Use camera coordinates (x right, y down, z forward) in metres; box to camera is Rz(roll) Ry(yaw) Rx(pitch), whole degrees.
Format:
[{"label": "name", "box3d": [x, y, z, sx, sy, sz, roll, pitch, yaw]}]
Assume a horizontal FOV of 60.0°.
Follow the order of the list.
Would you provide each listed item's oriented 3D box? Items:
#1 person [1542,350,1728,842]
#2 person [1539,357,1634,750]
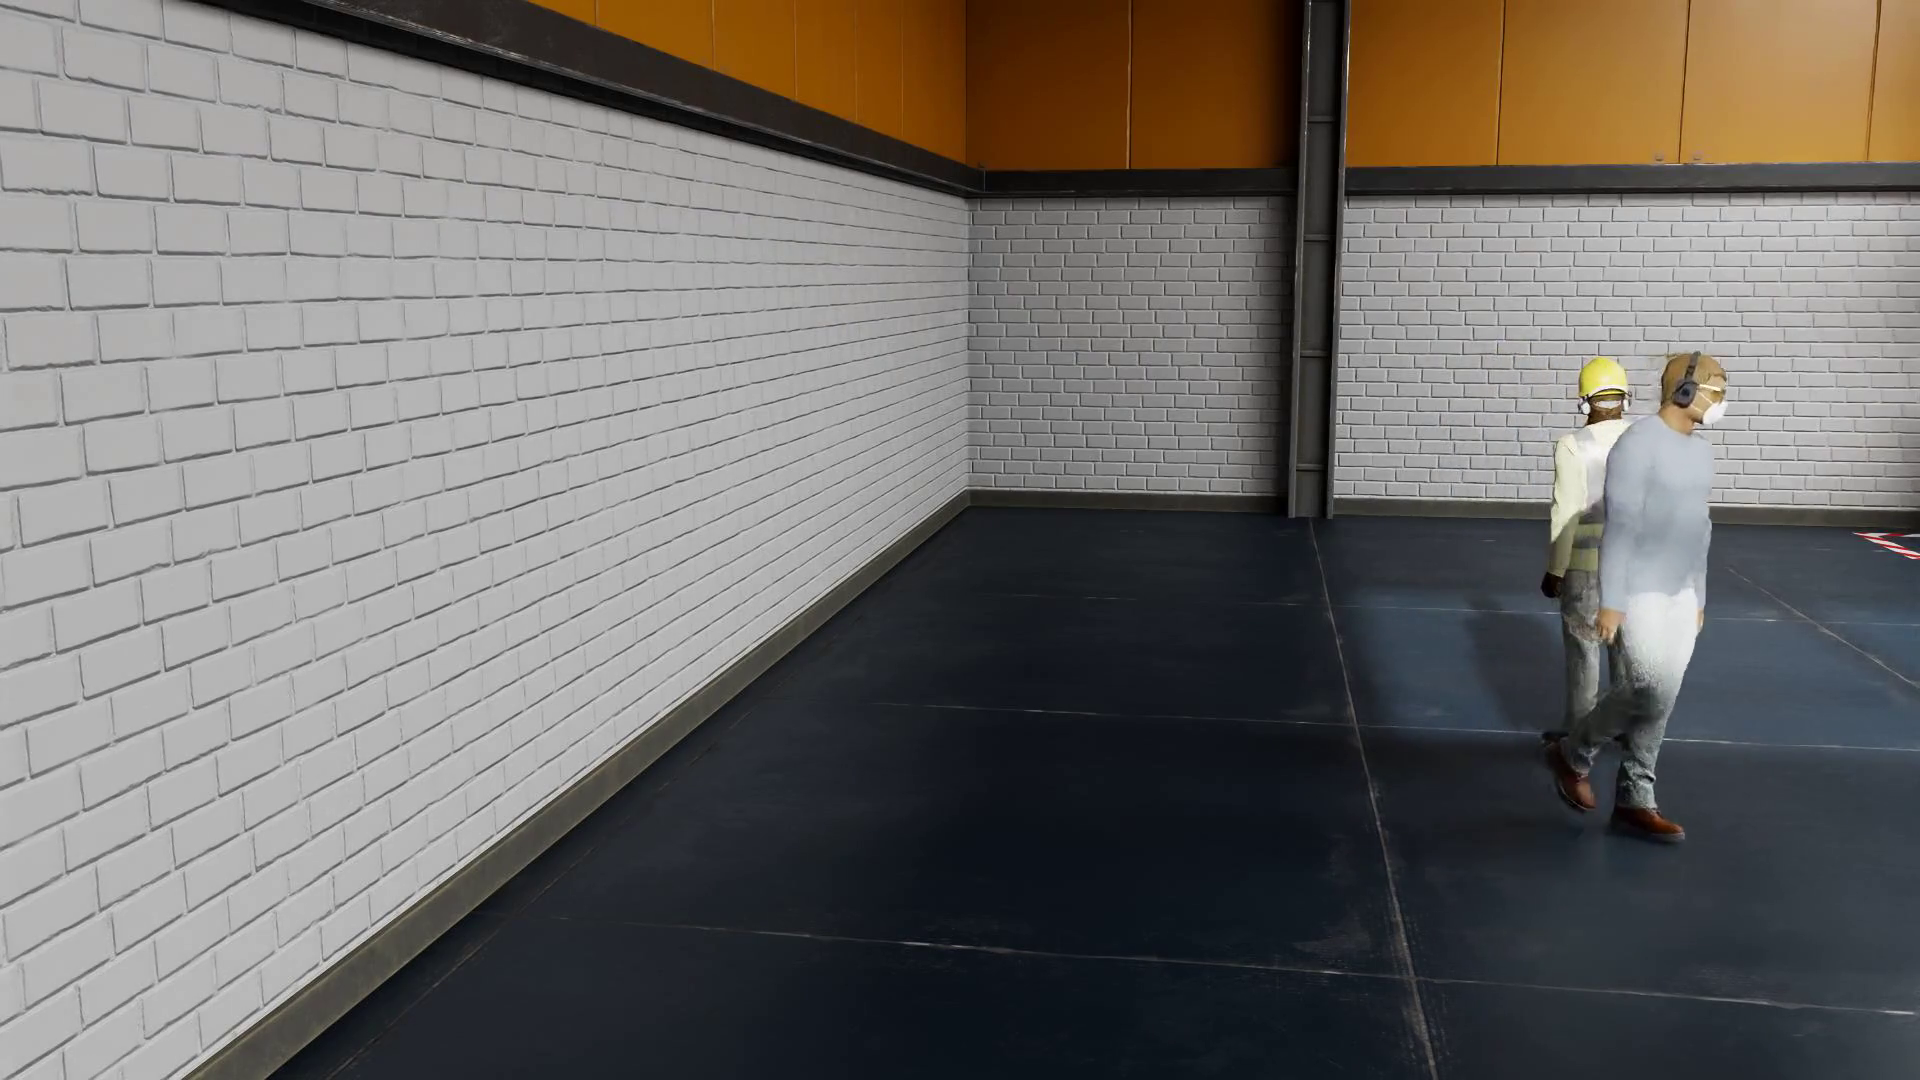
[{"label": "person", "box3d": [2.679, 0.216, 6.520, 0.666, 1.919, 0.503, -7, 12, -37]}, {"label": "person", "box3d": [2.924, 0.081, 7.641, 0.595, 1.826, 0.403, -3, 10, -20]}]
